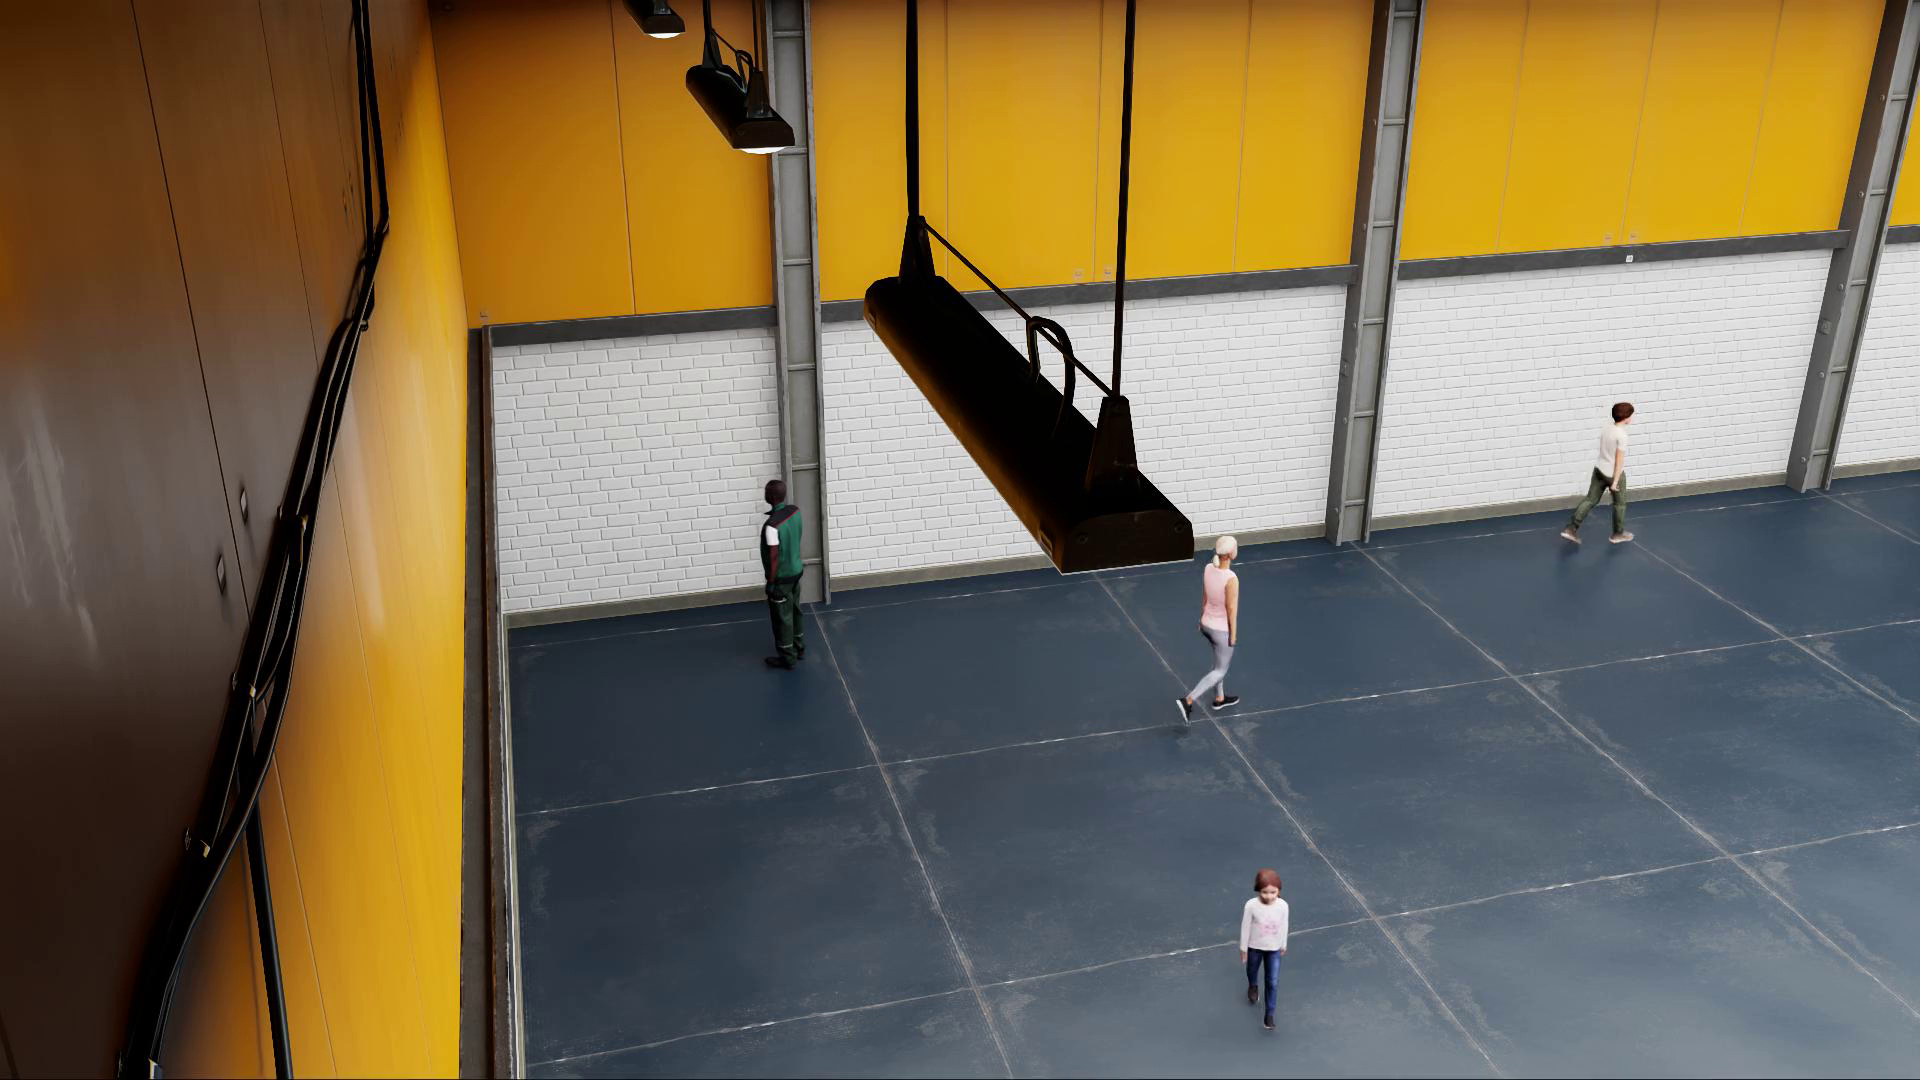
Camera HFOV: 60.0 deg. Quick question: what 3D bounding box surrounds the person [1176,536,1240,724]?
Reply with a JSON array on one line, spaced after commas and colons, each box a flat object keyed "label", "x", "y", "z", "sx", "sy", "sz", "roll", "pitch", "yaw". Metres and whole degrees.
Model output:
[{"label": "person", "x": 2.165, "y": 0.790, "z": 14.350, "sx": 1.072, "sy": 1.702, "sz": 0.739, "roll": -14, "pitch": 27, "yaw": -29}]

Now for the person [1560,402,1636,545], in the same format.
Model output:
[{"label": "person", "x": 6.869, "y": -0.686, "z": 17.825, "sx": 1.120, "sy": 1.622, "sz": 0.618, "roll": -8, "pitch": 25, "yaw": -17}]

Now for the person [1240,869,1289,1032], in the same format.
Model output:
[{"label": "person", "x": 1.988, "y": 2.619, "z": 10.941, "sx": 0.774, "sy": 1.082, "sz": 0.688, "roll": 2, "pitch": 24, "yaw": 4}]

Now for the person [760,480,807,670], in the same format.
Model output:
[{"label": "person", "x": -1.624, "y": 0.307, "z": 15.286, "sx": 0.810, "sy": 1.838, "sz": 0.779, "roll": 10, "pitch": 25, "yaw": 21}]
